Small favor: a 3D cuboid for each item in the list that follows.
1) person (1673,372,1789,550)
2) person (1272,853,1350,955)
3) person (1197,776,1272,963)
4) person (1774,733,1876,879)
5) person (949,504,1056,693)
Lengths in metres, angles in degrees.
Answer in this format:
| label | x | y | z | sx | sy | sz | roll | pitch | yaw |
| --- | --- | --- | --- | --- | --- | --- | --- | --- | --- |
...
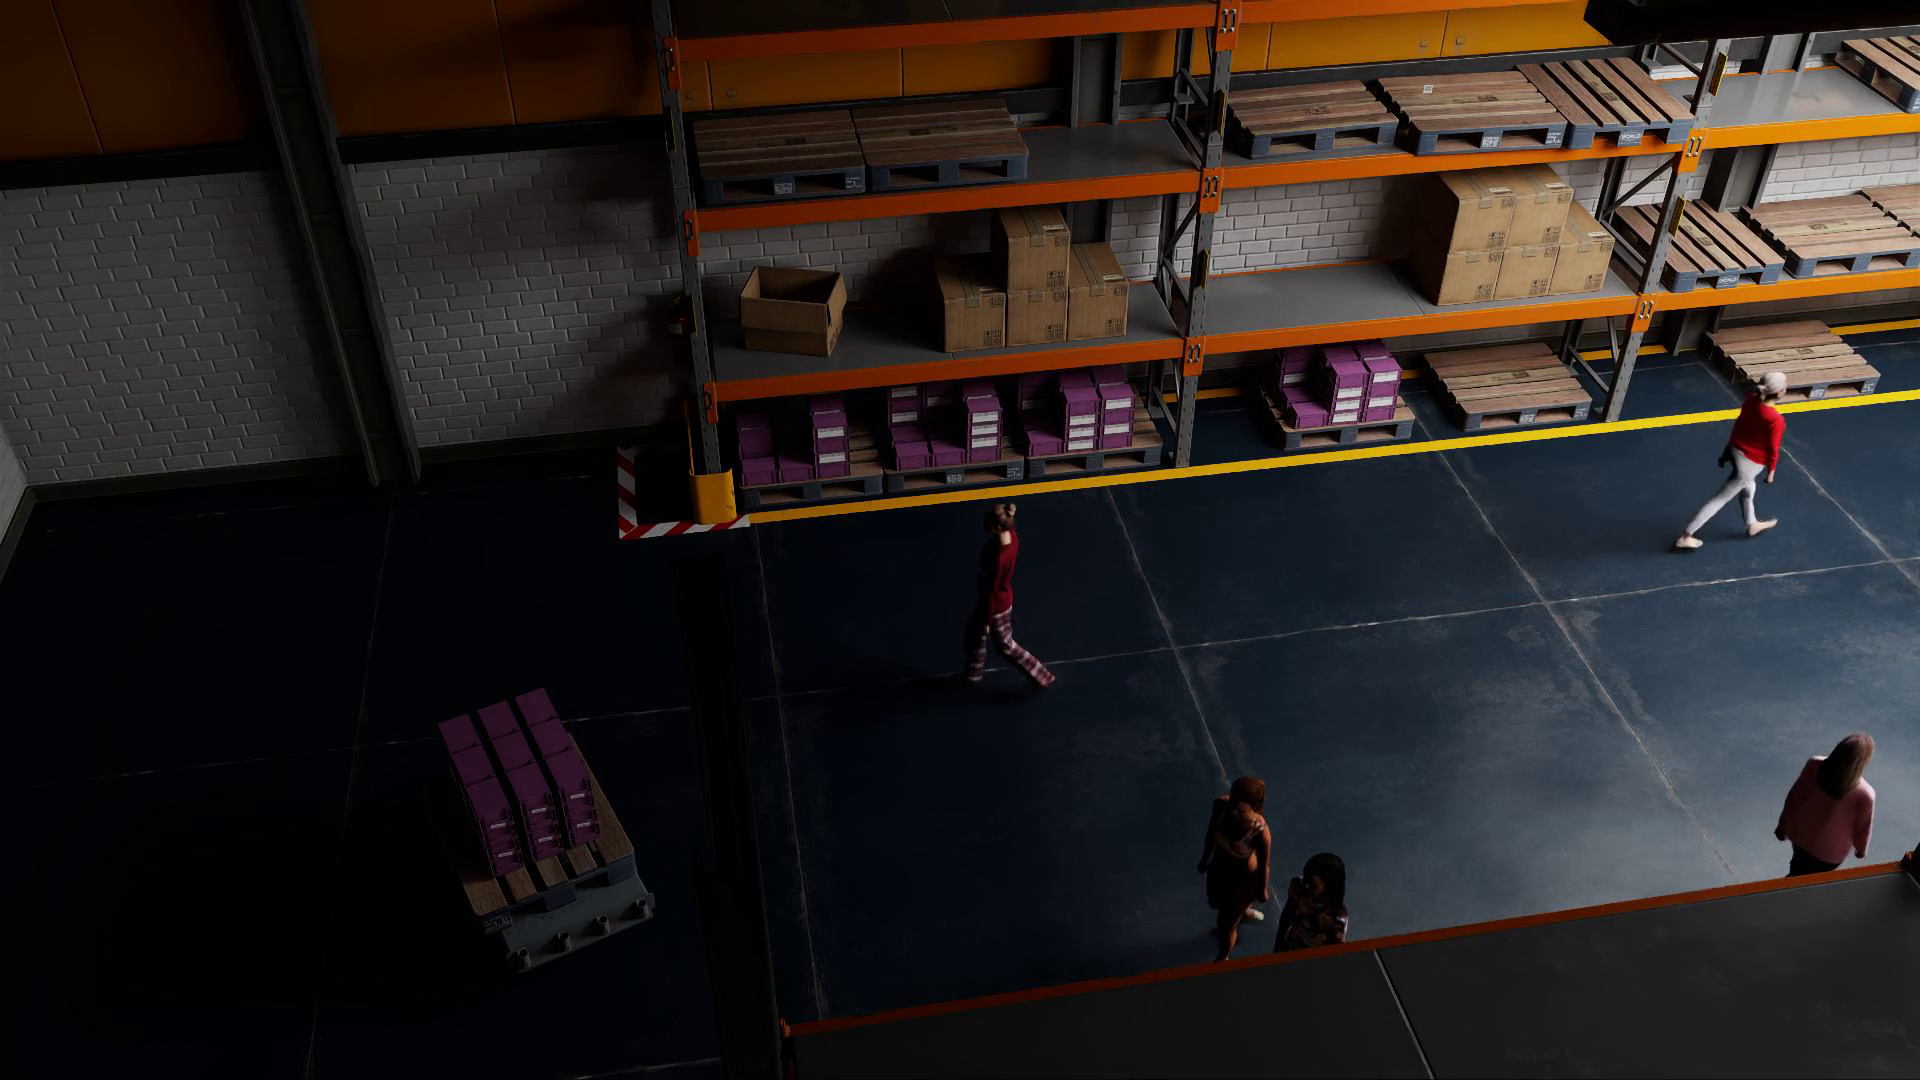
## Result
| label | x | y | z | sx | sy | sz | roll | pitch | yaw |
| --- | --- | --- | --- | --- | --- | --- | --- | --- | --- |
| person | 6.070 | -0.566 | 13.024 | 1.150 | 1.641 | 0.603 | -8 | 39 | -10 |
| person | 1.995 | 2.360 | 9.297 | 0.909 | 1.721 | 0.781 | -22 | 43 | -25 |
| person | 1.650 | 1.937 | 9.790 | 0.962 | 1.766 | 0.829 | -24 | 44 | -27 |
| person | 5.074 | 1.853 | 9.998 | 1.165 | 1.638 | 0.827 | -17 | 42 | -20 |
| person | 0.332 | 0.450 | 11.734 | 1.096 | 1.664 | 0.846 | 5 | 39 | 7 |
